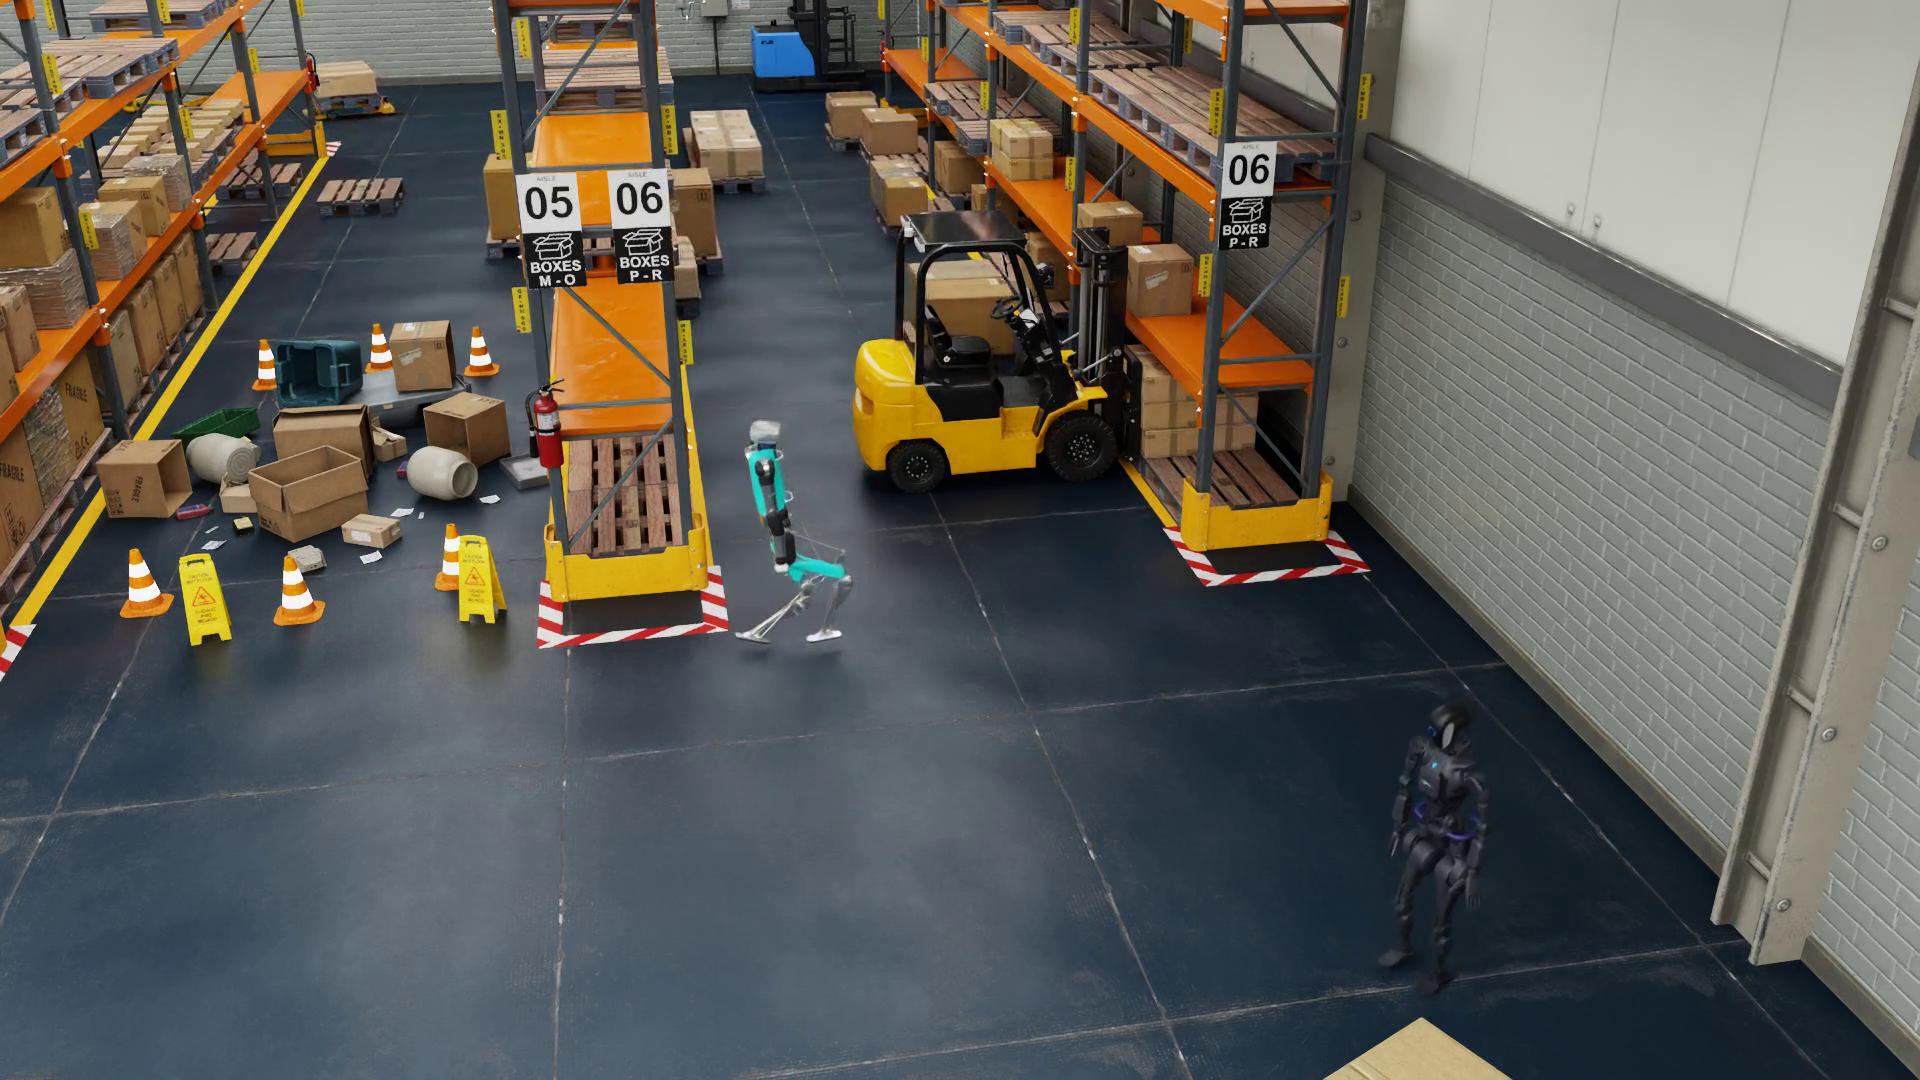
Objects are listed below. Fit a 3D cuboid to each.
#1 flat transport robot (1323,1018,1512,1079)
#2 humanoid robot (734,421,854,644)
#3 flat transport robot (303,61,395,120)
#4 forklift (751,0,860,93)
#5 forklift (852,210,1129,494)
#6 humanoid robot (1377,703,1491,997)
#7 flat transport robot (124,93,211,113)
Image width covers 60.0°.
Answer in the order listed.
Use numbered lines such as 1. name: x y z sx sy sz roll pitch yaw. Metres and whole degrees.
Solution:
1. flat transport robot: 1.706 3.192 6.482 1.431 0.231 0.659 -5 26 -10
2. humanoid robot: -1.097 0.000 11.434 0.983 1.738 0.539 -4 26 -9
3. flat transport robot: -10.518 -7.426 28.595 1.431 0.231 0.659 -12 28 -24
4. forklift: -2.872 -9.679 30.288 1.873 2.768 1.129 -5 26 -10
5. forklift: 0.216 -1.659 14.366 2.313 2.155 1.214 -5 26 -10
6. humanoid robot: 2.386 1.539 8.293 0.328 1.653 0.612 -15 30 -29
7. flat transport robot: -13.713 -7.580 28.916 1.431 0.231 0.659 7 26 13
